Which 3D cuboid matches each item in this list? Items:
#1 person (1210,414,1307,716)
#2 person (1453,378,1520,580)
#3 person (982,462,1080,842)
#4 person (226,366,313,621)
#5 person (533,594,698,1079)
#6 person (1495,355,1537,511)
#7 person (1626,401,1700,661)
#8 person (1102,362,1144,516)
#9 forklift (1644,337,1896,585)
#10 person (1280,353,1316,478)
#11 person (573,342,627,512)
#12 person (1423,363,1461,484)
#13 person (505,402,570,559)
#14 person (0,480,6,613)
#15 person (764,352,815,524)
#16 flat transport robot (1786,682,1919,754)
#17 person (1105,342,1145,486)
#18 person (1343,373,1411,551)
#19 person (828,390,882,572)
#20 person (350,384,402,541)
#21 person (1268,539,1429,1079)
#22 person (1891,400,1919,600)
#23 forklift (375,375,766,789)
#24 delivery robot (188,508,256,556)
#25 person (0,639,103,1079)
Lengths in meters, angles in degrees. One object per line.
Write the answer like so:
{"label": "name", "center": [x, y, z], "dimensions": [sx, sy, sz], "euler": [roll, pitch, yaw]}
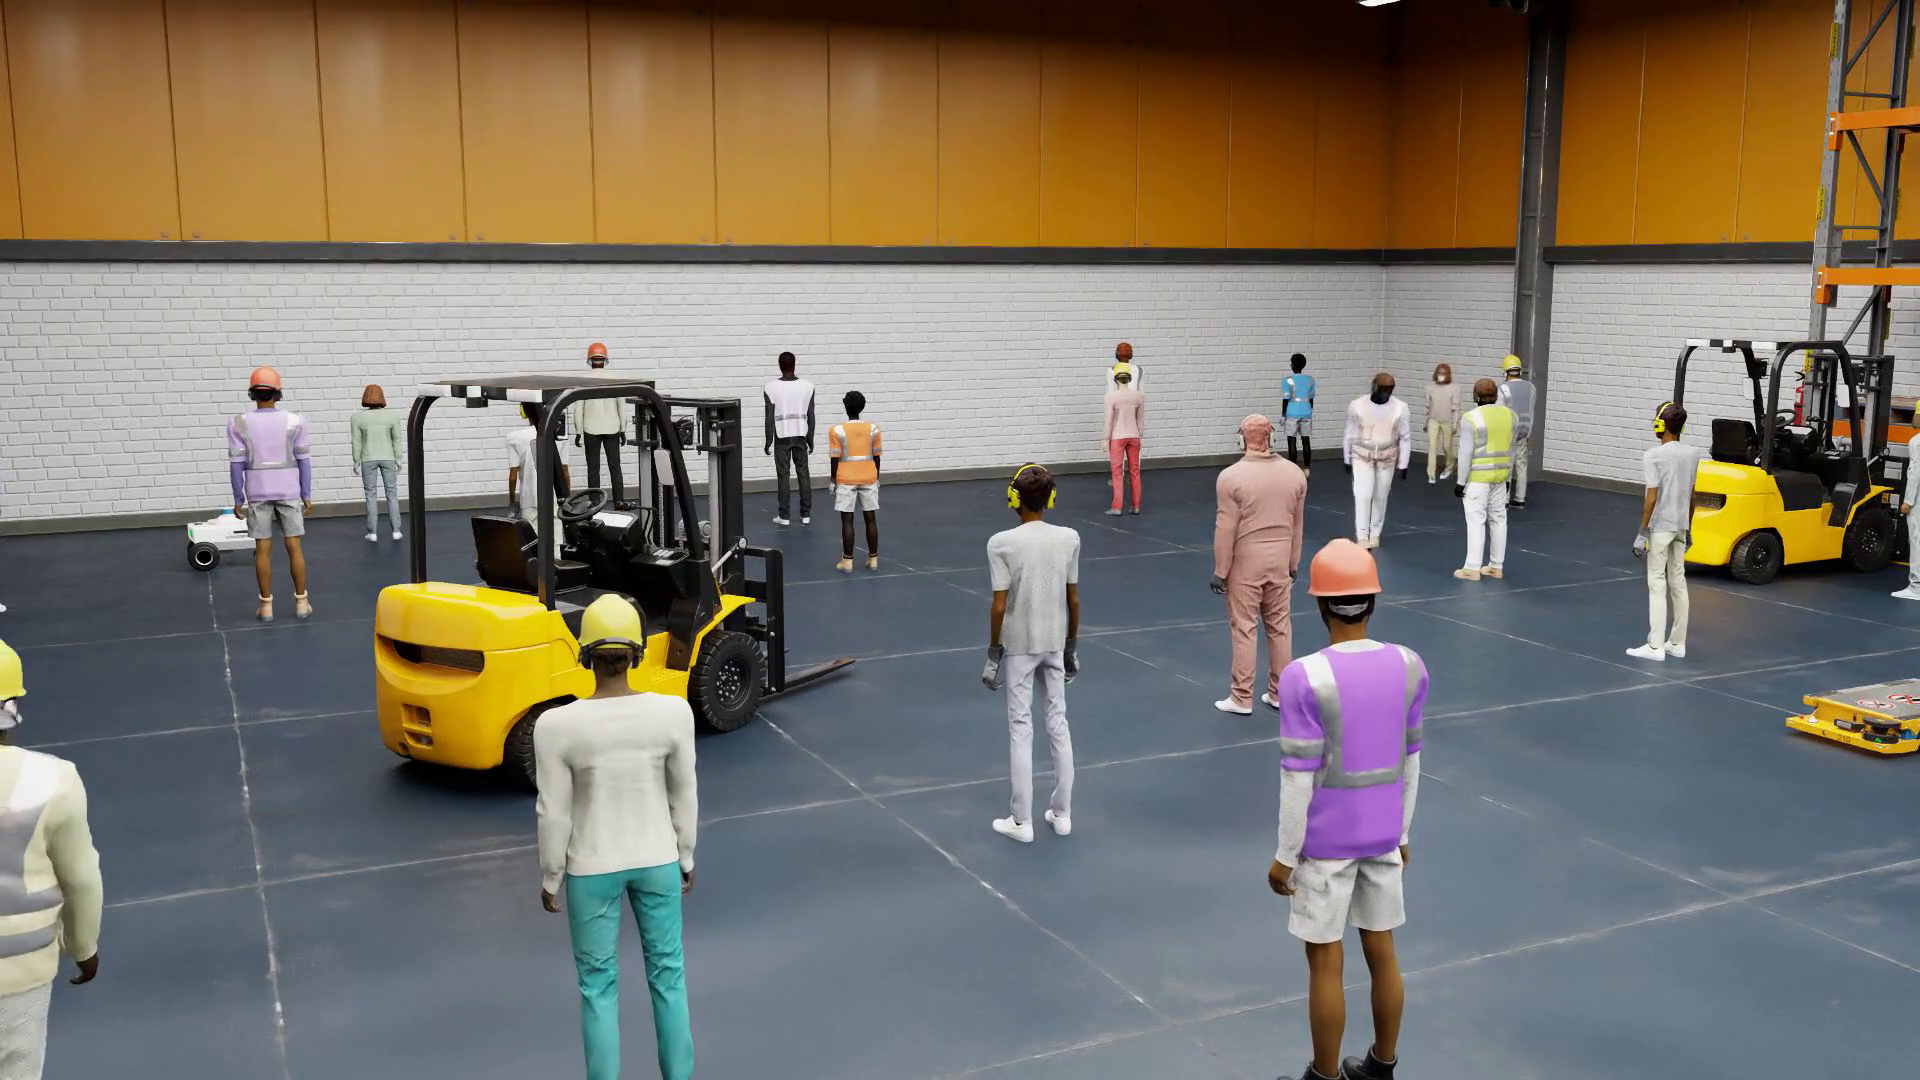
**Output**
{"label": "person", "center": [1.861, 0.159, 10.527], "dimensions": [0.643, 1.905, 0.399], "euler": [-4, 10, -23]}
{"label": "person", "center": [4.756, -0.550, 15.126], "dimensions": [0.624, 1.841, 0.430], "euler": [-4, 10, -23]}
{"label": "person", "center": [0.349, 0.551, 8.193], "dimensions": [0.517, 1.873, 0.334], "euler": [-4, 10, -23]}
{"label": "person", "center": [-5.534, -0.371, 13.376], "dimensions": [0.609, 2.044, 0.394], "euler": [-4, 10, -23]}
{"label": "person", "center": [-1.109, 1.052, 5.404], "dimensions": [0.526, 1.769, 0.329], "euler": [-4, 10, -23]}
{"label": "person", "center": [6.462, -1.256, 19.533], "dimensions": [0.591, 1.829, 0.404], "euler": [-4, 10, -23]}
{"label": "person", "center": [5.077, -0.063, 12.004], "dimensions": [0.517, 1.873, 0.334], "euler": [-4, 10, -23]}
{"label": "person", "center": [1.865, -1.150, 19.078], "dimensions": [0.526, 1.765, 0.329], "euler": [-4, 10, -23]}
{"label": "forklift", "center": [7.551, -0.789, 15.507], "dimensions": [2.313, 2.155, 1.214], "euler": [-4, 10, -25]}
{"label": "person", "center": [4.572, -1.677, 22.549], "dimensions": [0.536, 1.697, 0.322], "euler": [-4, 10, -23]}
{"label": "person", "center": [-4.112, -1.255, 19.009], "dimensions": [0.612, 1.995, 0.392], "euler": [-4, 10, -23]}
{"label": "person", "center": [6.420, -1.566, 22.161], "dimensions": [0.500, 1.598, 0.753], "euler": [4, 10, 26]}
{"label": "person", "center": [-3.347, -0.257, 13.230], "dimensions": [0.517, 1.865, 0.334], "euler": [-4, 10, -23]}
{"label": "person", "center": [-8.102, -0.313, 13.438], "dimensions": [0.643, 1.910, 0.399], "euler": [-4, 10, -23]}
{"label": "person", "center": [-1.887, -1.125, 18.451], "dimensions": [0.590, 1.917, 0.398], "euler": [-4, 10, -23]}
{"label": "flat transport robot", "center": [5.783, 1.046, 10.072], "dimensions": [1.431, 0.197, 0.652], "euler": [-4, 10, -25]}
{"label": "person", "center": [2.141, -1.632, 21.703], "dimensions": [0.575, 1.882, 0.360], "euler": [-4, 10, -23]}
{"label": "person", "center": [4.161, -0.774, 16.640], "dimensions": [0.649, 1.791, 0.901], "euler": [2, 9, 10]}
{"label": "person", "center": [-0.976, -0.544, 15.519], "dimensions": [0.536, 1.697, 0.322], "euler": [-4, 10, -23]}
{"label": "person", "center": [-6.070, -0.803, 17.324], "dimensions": [0.501, 1.633, 0.285], "euler": [-4, 10, -23]}
{"label": "person", "center": [1.249, 0.959, 5.464], "dimensions": [0.547, 1.934, 0.375], "euler": [-4, 10, -23]}
{"label": "person", "center": [8.242, -0.357, 14.229], "dimensions": [0.487, 1.741, 0.313], "euler": [-4, 10, -23]}
{"label": "forklift", "center": [-2.268, 0.149, 9.685], "dimensions": [1.214, 2.155, 2.313], "euler": [6, 11, 32]}
{"label": "delivery robot", "center": [-6.940, -0.065, 15.794], "dimensions": [0.707, 0.478, 0.477], "euler": [-4, 10, -25]}
{"label": "person", "center": [-2.705, 1.162, 4.612], "dimensions": [0.607, 1.803, 0.562], "euler": [-1, 9, -8]}
